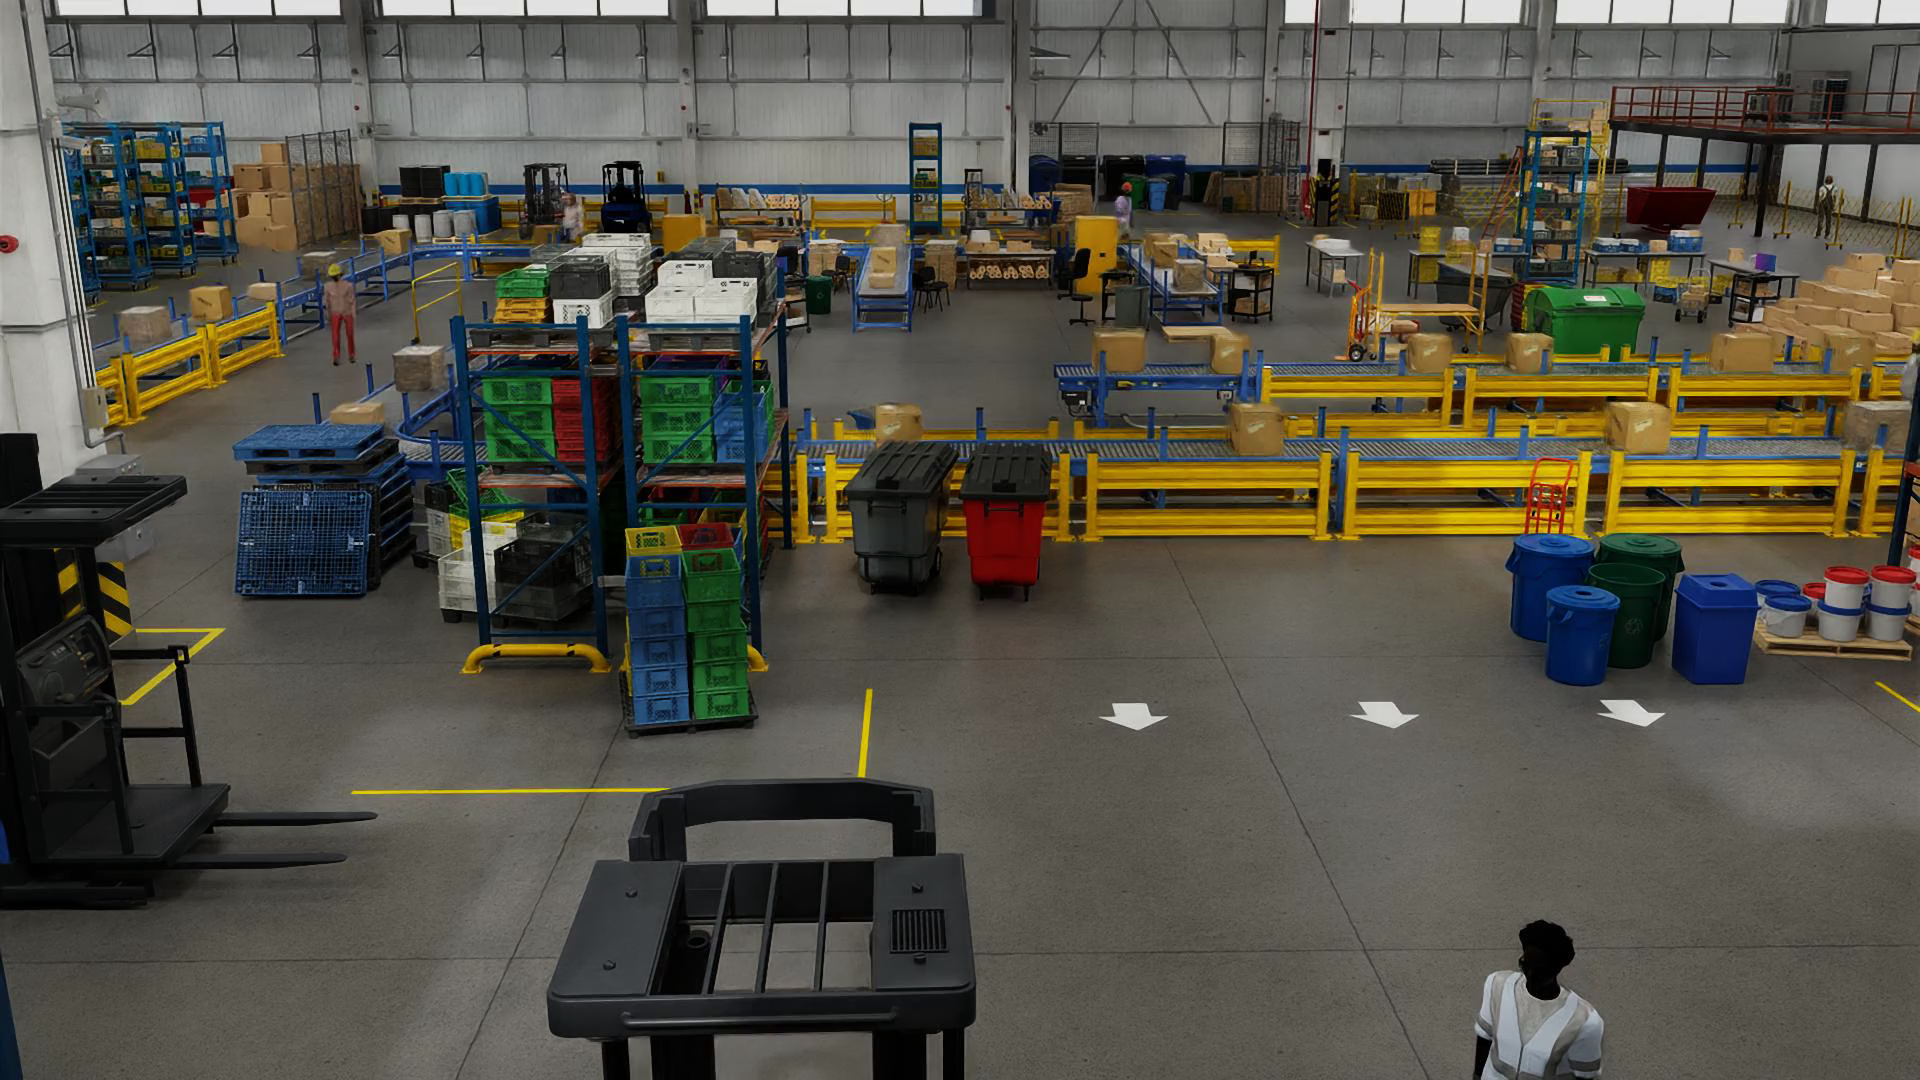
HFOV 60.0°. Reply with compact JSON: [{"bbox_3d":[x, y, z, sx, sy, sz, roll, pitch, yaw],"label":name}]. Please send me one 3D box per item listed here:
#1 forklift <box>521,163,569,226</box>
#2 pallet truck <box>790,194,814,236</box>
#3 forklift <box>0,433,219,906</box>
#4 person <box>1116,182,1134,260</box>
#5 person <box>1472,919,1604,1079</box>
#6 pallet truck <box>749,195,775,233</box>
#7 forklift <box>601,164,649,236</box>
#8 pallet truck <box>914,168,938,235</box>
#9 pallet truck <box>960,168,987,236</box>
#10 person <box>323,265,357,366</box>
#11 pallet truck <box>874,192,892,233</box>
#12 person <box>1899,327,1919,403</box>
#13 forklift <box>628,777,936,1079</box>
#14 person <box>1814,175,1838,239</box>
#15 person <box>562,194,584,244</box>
[{"bbox_3d":[-12.233,-10.122,49.298,1.157,1.987,2.680,0,16,-1],"label":"forklift"},{"bbox_3d":[-4.814,-9.883,50.259,0.704,1.261,1.522,-1,16,-3],"label":"pallet truck"},{"bbox_3d":[-5.952,0.780,10.366,1.873,2.768,1.129,0,16,-1],"label":"forklift"},{"bbox_3d":[4.375,-8.338,43.575,0.556,2.025,0.646,10,19,31],"label":"person"},{"bbox_3d":[2.378,2.365,6.964,0.533,1.697,0.318,14,21,39],"label":"person"},{"bbox_3d":[-6.051,-9.967,50.660,0.680,1.201,1.601,0,16,-1],"label":"pallet truck"},{"bbox_3d":[-9.948,-10.127,49.296,1.157,1.987,2.680,-1,16,-3],"label":"forklift"},{"bbox_3d":[-0.989,-10.316,50.507,0.823,1.965,1.885,1,16,3],"label":"pallet truck"},{"bbox_3d":[0.383,-10.230,50.206,0.823,1.965,1.885,-1,16,-3],"label":"pallet truck"},{"bbox_3d":[-10.602,-3.845,28.501,0.537,1.721,0.873,-3,16,-11],"label":"person"},{"bbox_3d":[-2.277,-9.986,50.594,0.653,1.274,1.630,0,16,-1],"label":"pallet truck"},{"bbox_3d":[12.457,-1.870,21.525,0.907,1.795,0.604,1,16,5],"label":"person"},{"bbox_3d":[-0.542,2.165,5.552,1.129,2.768,1.873,-1,16,-2],"label":"forklift"},{"bbox_3d":[25.480,-9.789,48.944,0.508,1.847,0.345,2,16,8],"label":"person"},{"bbox_3d":[-9.690,-7.725,41.727,0.745,1.886,0.435,10,19,32],"label":"person"}]
